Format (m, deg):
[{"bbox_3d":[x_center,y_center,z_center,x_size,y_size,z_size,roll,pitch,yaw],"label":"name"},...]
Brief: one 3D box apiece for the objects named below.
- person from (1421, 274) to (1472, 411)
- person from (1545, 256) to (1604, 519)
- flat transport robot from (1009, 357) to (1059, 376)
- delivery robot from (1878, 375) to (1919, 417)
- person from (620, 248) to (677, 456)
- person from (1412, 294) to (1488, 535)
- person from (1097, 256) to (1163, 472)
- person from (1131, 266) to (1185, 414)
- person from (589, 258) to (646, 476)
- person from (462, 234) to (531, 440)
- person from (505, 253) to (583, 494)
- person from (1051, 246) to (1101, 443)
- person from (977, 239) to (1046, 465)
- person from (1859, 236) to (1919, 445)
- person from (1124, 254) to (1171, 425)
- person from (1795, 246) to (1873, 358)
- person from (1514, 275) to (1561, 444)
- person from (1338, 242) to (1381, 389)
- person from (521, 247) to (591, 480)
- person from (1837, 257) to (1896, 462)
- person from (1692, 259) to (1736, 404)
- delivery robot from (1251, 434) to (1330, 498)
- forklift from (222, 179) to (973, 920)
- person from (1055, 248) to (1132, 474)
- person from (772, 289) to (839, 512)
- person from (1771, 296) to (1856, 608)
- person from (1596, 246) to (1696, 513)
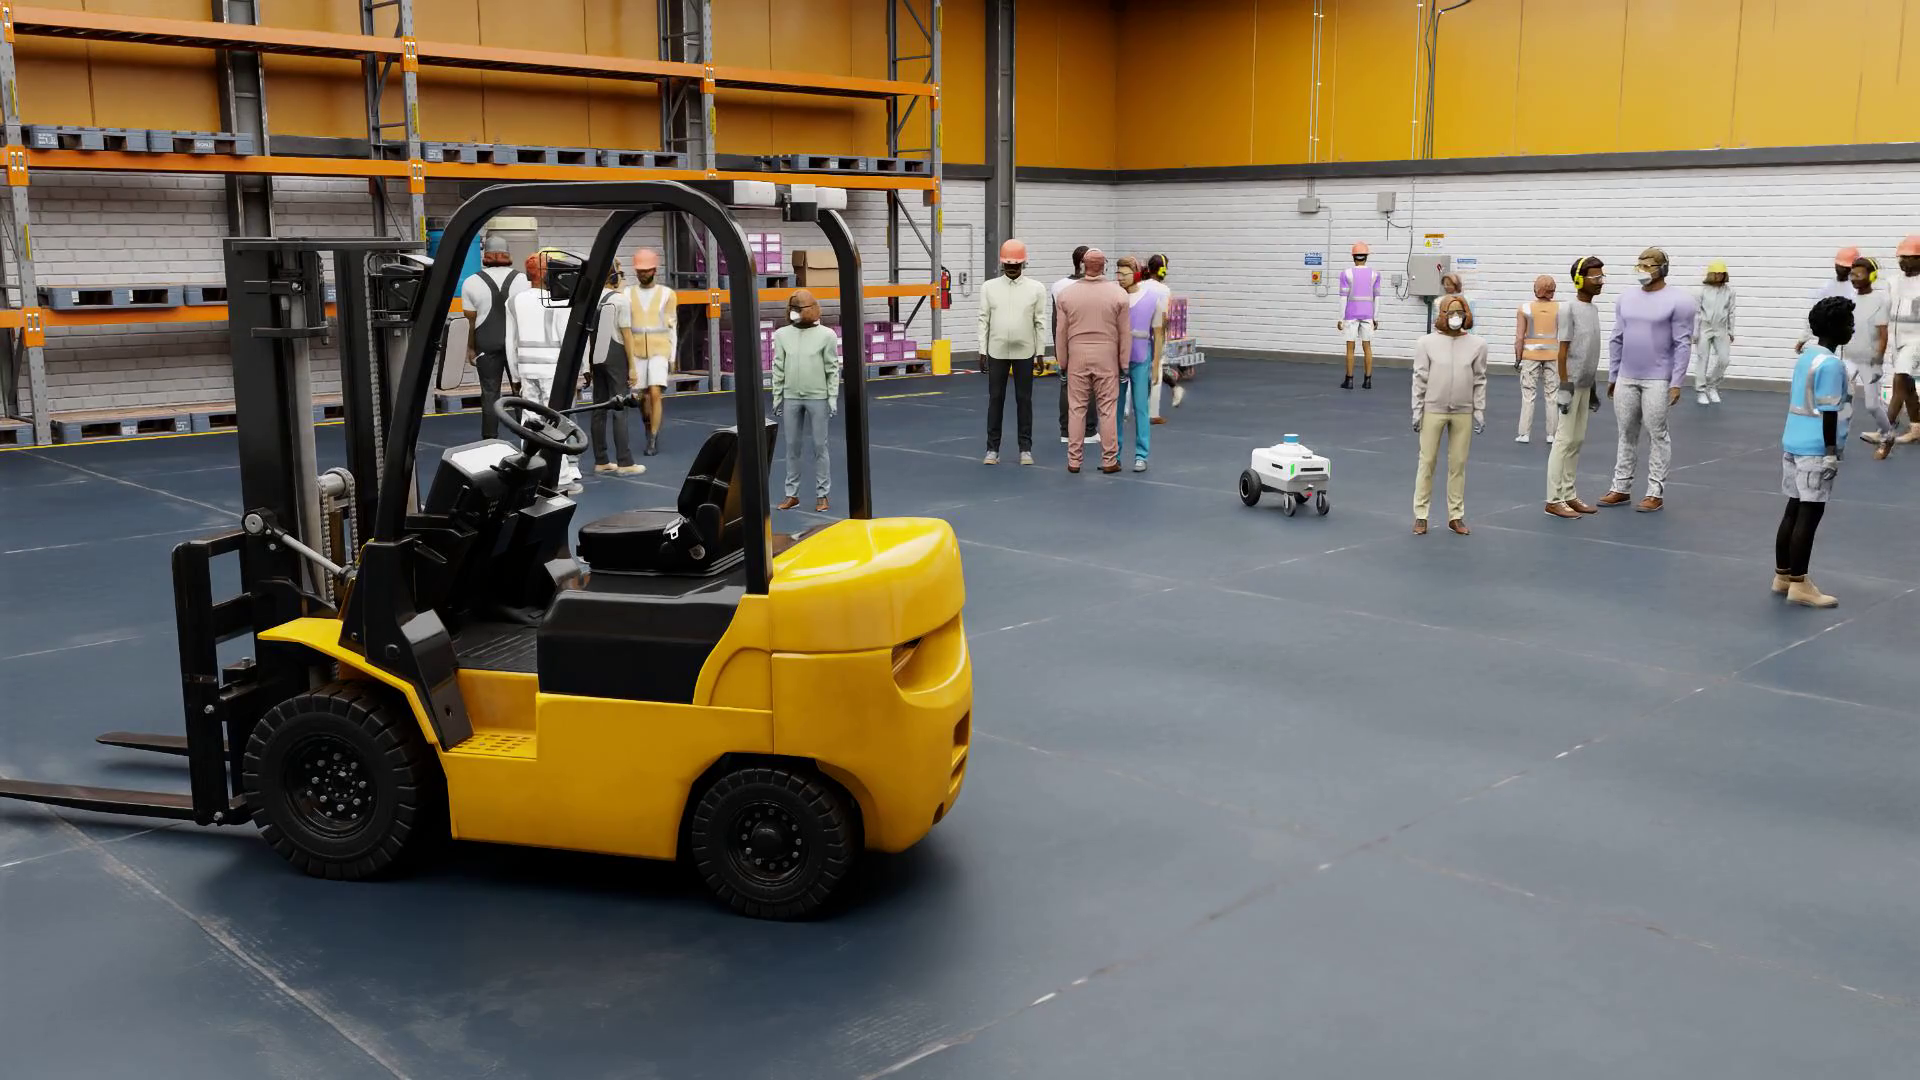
[{"bbox_3d":[5.558,-2.217,18.845,0.857,1.589,0.534,-9,14,-40],"label":"person"},{"bbox_3d":[4.470,-1.099,11.999,0.328,1.873,0.521,10,14,44],"label":"person"},{"bbox_3d":[1.368,-2.559,24.328,1.431,0.197,0.652,-10,14,-44],"label":"flat transport robot"},{"bbox_3d":[10.038,-1.497,17.507,0.707,0.478,0.477,2,11,12],"label":"delivery robot"},{"bbox_3d":[-2.895,-1.762,15.511,0.559,1.910,0.724,0,10,-1],"label":"person"},{"bbox_3d":[3.307,-0.846,11.270,0.497,1.633,0.284,0,10,3],"label":"person"},{"bbox_3d":[1.464,-1.506,14.297,0.567,1.841,0.377,6,12,28],"label":"person"},{"bbox_3d":[2.221,-2.258,18.847,0.556,1.676,0.560,-6,12,-31],"label":"person"},{"bbox_3d":[-2.946,-1.462,14.046,0.505,1.847,0.348,6,12,29],"label":"person"},{"bbox_3d":[-4.275,-1.830,15.521,0.683,2.000,0.538,-3,11,-17],"label":"person"},{"bbox_3d":[-3.244,-1.278,12.944,0.575,1.883,0.362,4,11,19],"label":"person"},{"bbox_3d":[1.173,-1.898,16.227,0.591,1.919,0.390,5,12,27],"label":"person"},{"bbox_3d":[0.455,-1.649,14.686,0.608,1.987,0.388,1,10,3],"label":"person"},{"bbox_3d":[8.984,-1.891,15.951,0.974,2.002,0.618,-3,11,-13],"label":"person"},{"bbox_3d":[1.943,-2.111,17.672,0.534,1.832,0.686,8,13,39],"label":"person"},{"bbox_3d":[9.057,-2.070,17.188,0.784,1.898,0.601,-5,12,-27],"label":"person"},{"bbox_3d":[5.644,-1.745,16.153,0.514,1.641,0.307,2,11,8],"label":"person"},{"bbox_3d":[5.259,-2.962,21.981,0.550,1.933,0.373,0,10,-2],"label":"person"},{"bbox_3d":[-3.345,-1.442,13.722,0.594,1.922,0.384,-2,11,-10],"label":"person"},{"bbox_3d":[8.065,-1.588,14.802,0.887,1.834,0.523,-6,12,-28],"label":"person"},{"bbox_3d":[9.020,-2.485,19.919,0.516,1.726,0.415,1,10,3],"label":"person"},{"bbox_3d":[2.437,-0.537,12.272,0.477,0.478,0.707,-3,11,-15],"label":"delivery robot"},{"bbox_3d":[-1.114,-0.058,5.440,2.313,2.155,1.214,2,11,13],"label":"forklift"},{"bbox_3d":[1.140,-1.515,14.156,0.651,1.913,0.410,2,11,10],"label":"person"},{"bbox_3d":[-1.138,-1.019,12.215,0.507,1.631,0.278,2,11,13],"label":"person"},{"bbox_3d":[4.706,-0.488,9.140,0.317,1.695,0.540,2,11,11],"label":"person"},{"bbox_3d":[5.041,-1.174,12.226,0.370,1.940,0.627,-7,13,-34],"label":"person"}]
